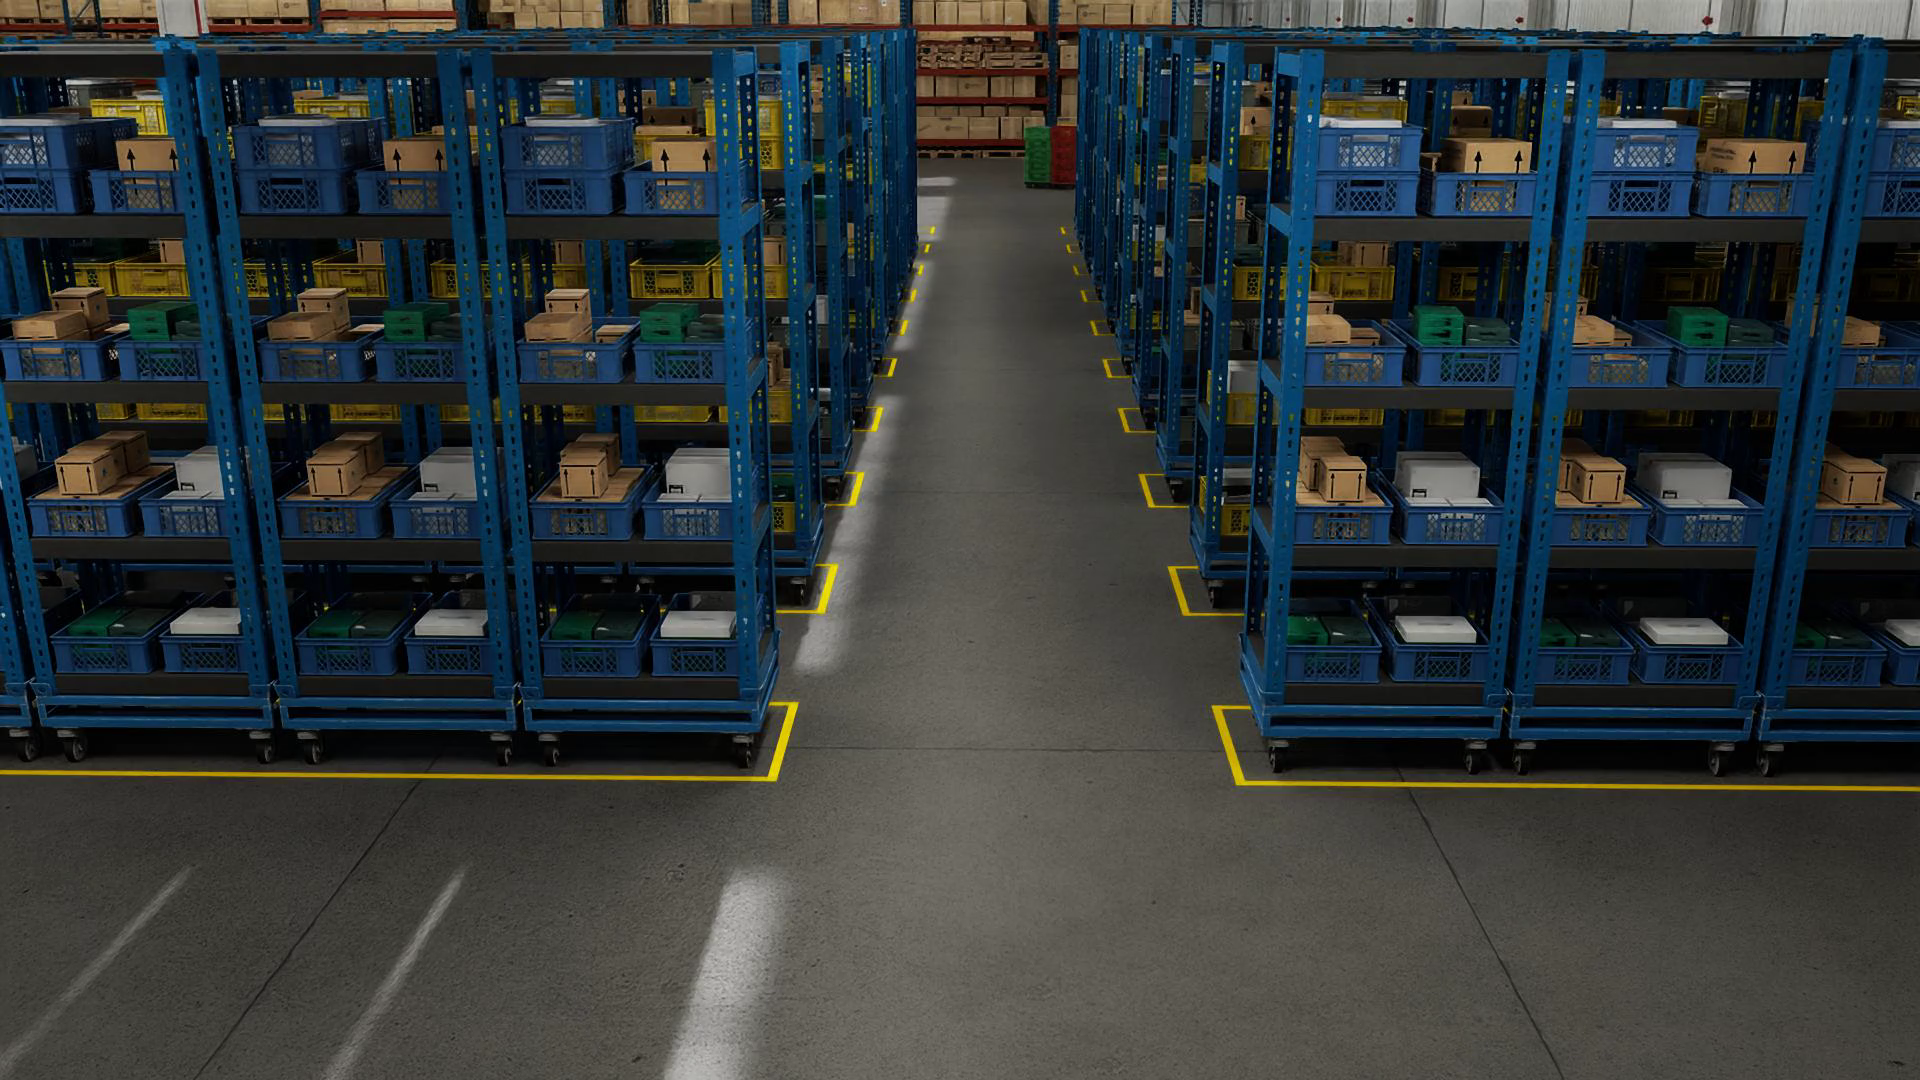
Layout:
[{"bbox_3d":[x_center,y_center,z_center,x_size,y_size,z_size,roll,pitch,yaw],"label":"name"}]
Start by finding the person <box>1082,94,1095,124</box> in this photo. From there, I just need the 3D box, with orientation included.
[{"bbox_3d":[3.340,-10.496,42.573,0.607,1.987,0.408,-1,17,-4],"label":"person"}]
